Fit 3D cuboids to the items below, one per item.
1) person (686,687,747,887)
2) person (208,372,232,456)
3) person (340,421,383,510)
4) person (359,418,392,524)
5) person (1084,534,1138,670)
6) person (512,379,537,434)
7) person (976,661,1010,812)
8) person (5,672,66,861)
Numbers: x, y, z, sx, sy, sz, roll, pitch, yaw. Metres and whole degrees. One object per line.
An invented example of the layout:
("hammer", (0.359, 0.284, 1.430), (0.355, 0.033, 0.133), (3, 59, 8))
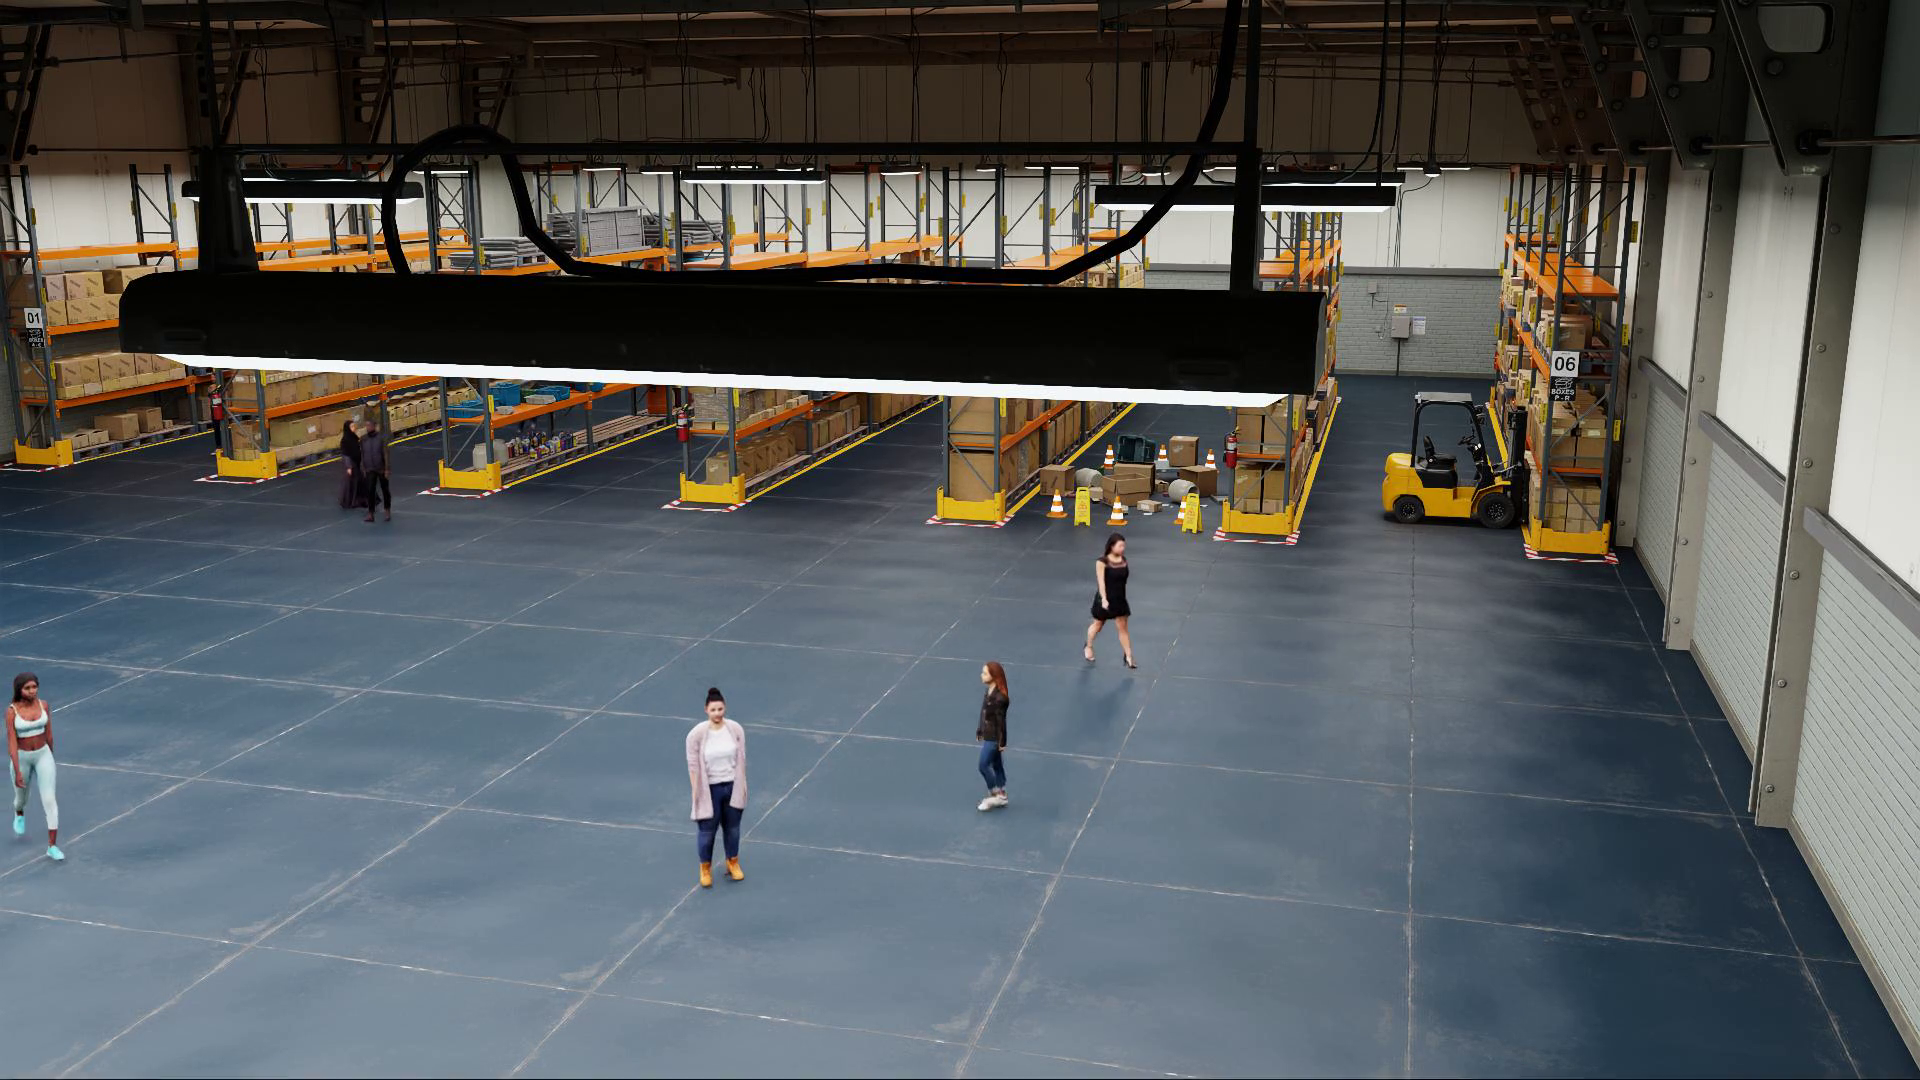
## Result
("person", (-2.098, 2.117, 14.431), (0.797, 1.745, 0.838), (-6, 14, -23))
("person", (-15.628, -2.682, 35.098), (0.633, 1.770, 0.569), (2, 13, 7))
("person", (-10.884, -1.334, 29.648), (0.803, 1.603, 1.086), (6, 14, 24))
("person", (-10.005, -1.208, 28.673), (0.886, 1.797, 1.127), (-1, 13, -2))
("person", (1.773, 0.763, 20.453), (1.100, 1.665, 1.116), (-9, 16, -34))
("person", (-9.930, -3.358, 37.862), (0.798, 1.841, 1.129), (1, 13, 5))
("person", (0.393, 1.878, 16.066), (0.706, 1.472, 0.608), (-3, 13, -11))
("person", (-8.393, 2.016, 14.978), (1.102, 1.696, 0.998), (-12, 18, -42))
